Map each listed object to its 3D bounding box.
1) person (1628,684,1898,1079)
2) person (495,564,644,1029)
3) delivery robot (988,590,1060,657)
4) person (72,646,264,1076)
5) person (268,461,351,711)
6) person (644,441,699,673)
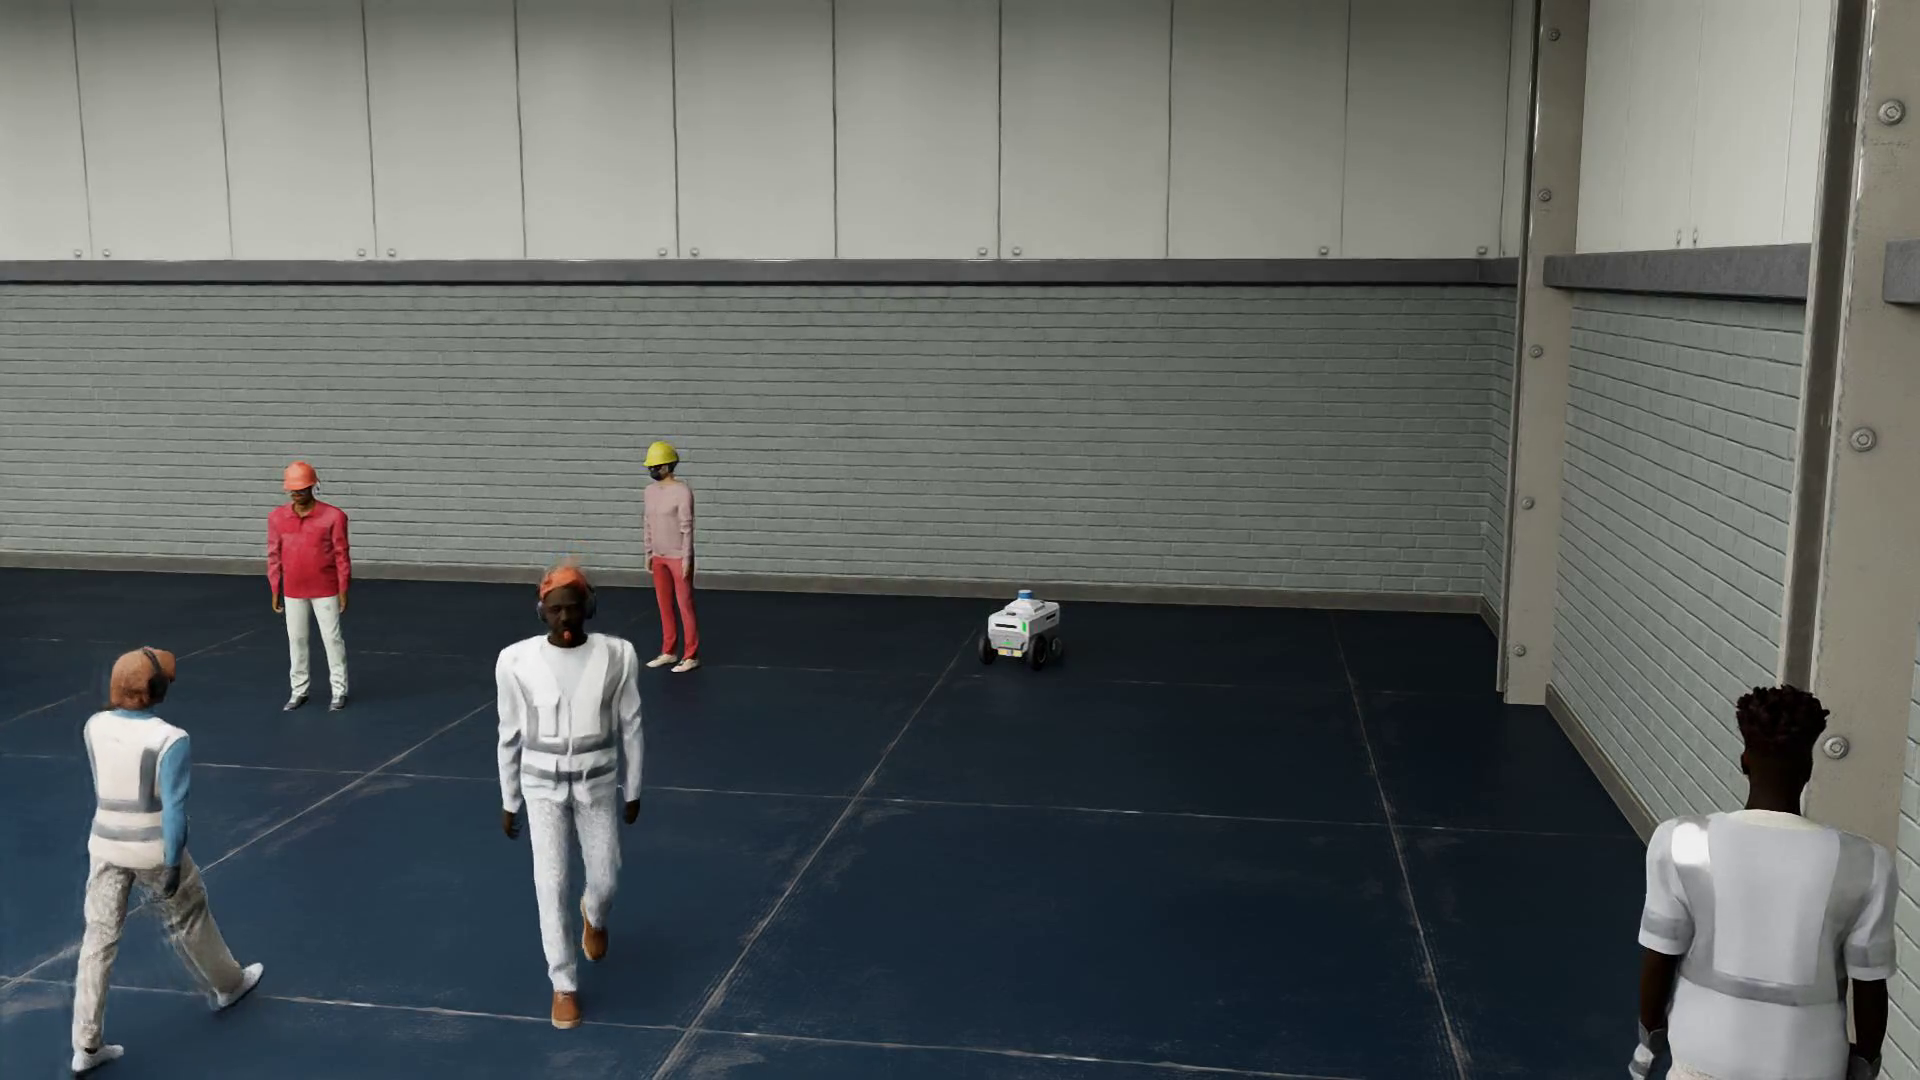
[{"bbox_3d":[2.114,1.353,4.420,0.614,1.951,0.366,4,10,22],"label":"person"},{"bbox_3d":[-1.597,1.007,6.844,0.580,1.869,0.612,-2,10,-14],"label":"person"},{"bbox_3d":[0.502,0.630,12.892,0.477,0.478,0.707,4,10,26],"label":"delivery robot"},{"bbox_3d":[-3.174,1.202,6.502,0.511,1.584,0.905,2,10,15],"label":"person"},{"bbox_3d":[-4.477,0.320,11.441,0.566,1.742,0.351,0,9,0],"label":"person"},{"bbox_3d":[-2.212,0.127,12.588,0.519,1.756,0.347,7,12,37],"label":"person"}]
